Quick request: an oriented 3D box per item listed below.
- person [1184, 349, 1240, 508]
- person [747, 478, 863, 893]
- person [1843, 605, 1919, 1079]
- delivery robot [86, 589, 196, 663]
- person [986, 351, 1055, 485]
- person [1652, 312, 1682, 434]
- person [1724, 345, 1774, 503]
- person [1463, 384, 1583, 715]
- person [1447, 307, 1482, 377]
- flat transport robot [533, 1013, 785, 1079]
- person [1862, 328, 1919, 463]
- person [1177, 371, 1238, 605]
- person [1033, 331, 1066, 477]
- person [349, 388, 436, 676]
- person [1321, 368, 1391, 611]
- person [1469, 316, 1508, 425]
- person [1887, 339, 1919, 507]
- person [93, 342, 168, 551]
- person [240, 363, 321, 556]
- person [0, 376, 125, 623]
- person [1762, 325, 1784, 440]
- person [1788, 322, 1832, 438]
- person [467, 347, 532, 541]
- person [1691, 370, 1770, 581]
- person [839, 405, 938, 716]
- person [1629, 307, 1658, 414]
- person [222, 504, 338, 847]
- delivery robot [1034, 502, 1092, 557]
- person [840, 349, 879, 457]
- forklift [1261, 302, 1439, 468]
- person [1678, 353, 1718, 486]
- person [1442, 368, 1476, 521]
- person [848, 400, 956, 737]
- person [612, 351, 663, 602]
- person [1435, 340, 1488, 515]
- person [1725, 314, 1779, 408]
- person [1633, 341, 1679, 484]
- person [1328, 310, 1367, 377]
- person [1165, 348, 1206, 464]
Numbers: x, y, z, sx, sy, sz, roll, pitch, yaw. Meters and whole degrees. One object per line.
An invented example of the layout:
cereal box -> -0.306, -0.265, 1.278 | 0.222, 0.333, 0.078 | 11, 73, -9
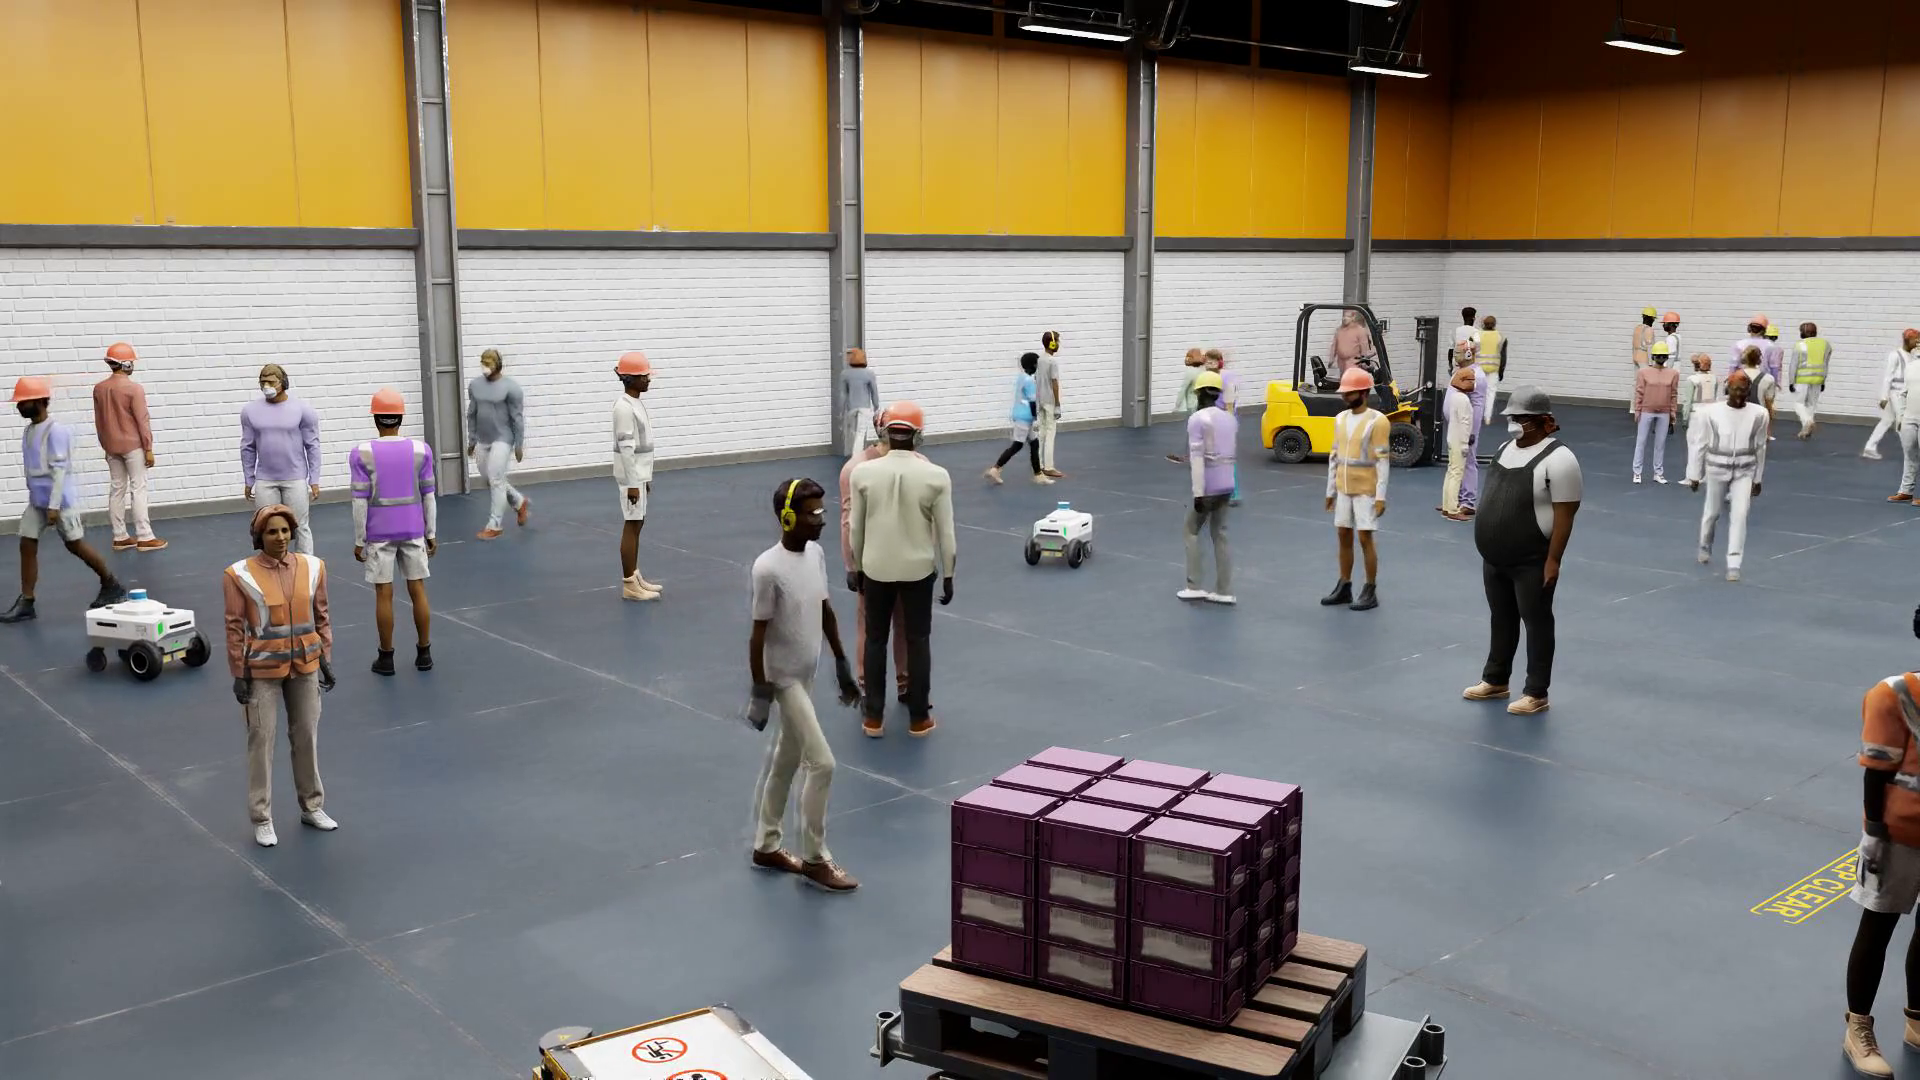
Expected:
person -> 2.813, -1.213, 18.392 | 0.865, 1.796, 0.583 | -8, 12, -38
person -> -0.656, 0.639, 7.434 | 0.747, 1.846, 0.535 | 3, 10, 18
person -> 3.309, 1.007, 5.691 | 0.529, 1.697, 0.321 | -2, 10, -9
delivery robot -> -5.553, 0.578, 11.270 | 0.707, 0.478, 0.477 | 4, 10, 21
person -> 0.728, -1.487, 20.400 | 0.834, 1.661, 0.529 | -1, 10, -6
person -> 11.222, -2.642, 26.357 | 0.362, 1.938, 0.545 | 5, 11, 29
person -> 8.817, -1.274, 18.659 | 0.523, 1.829, 0.504 | 3, 10, 17
person -> 3.448, 0.050, 10.293 | 0.537, 2.000, 0.679 | -4, 11, -23
person -> 8.551, -2.957, 28.126 | 0.608, 1.962, 0.374 | 7, 12, 35
flat transport robot -> -0.778, 1.811, 5.153 | 0.652, 0.197, 1.431 | -6, 11, -32
person -> 12.920, -1.980, 22.788 | 0.589, 1.827, 1.025 | -7, 12, -34
person -> 2.058, -0.422, 13.537 | 0.622, 1.870, 0.614 | -8, 13, -40
person -> 1.127, -1.737, 21.258 | 0.309, 1.868, 0.535 | -5, 11, -29
person -> -3.814, -0.056, 11.211 | 0.551, 1.936, 0.356 | -6, 11, -31
person -> 3.159, -0.410, 13.299 | 0.373, 1.935, 0.557 | -7, 12, -34
person -> 8.765, -2.814, 27.758 | 0.690, 1.835, 0.430 | 2, 10, 9
person -> 10.865, -1.350, 18.792 | 0.367, 1.939, 0.634 | -3, 10, -18
person -> -7.962, -0.886, 15.908 | 0.608, 1.995, 0.377 | 3, 10, 18
person -> -5.604, -0.488, 13.742 | 0.637, 1.938, 0.355 | -1, 10, -3
person -> -7.066, -0.339, 13.004 | 0.555, 1.903, 0.960 | 6, 11, 30
person -> 12.321, -2.397, 25.414 | 0.523, 1.768, 0.319 | -1, 10, -8
person -> 13.022, -2.430, 25.506 | 0.620, 1.815, 0.684 | 0, 10, 0
person -> -4.613, -0.982, 16.710 | 0.634, 1.922, 0.805 | 5, 11, 27
person -> 6.802, -0.609, 14.756 | 0.589, 1.846, 0.944 | 3, 10, 18
person -> -0.415, 0.123, 10.240 | 0.651, 1.913, 0.410 | -6, 11, -32
person -> 12.129, -3.165, 29.478 | 0.379, 1.918, 0.585 | -1, 10, -7
person -> -3.275, 0.636, 8.032 | 0.308, 1.641, 0.514 | 9, 13, 42
delivery robot -> 0.950, -0.106, 15.275 | 0.477, 0.478, 0.707 | 4, 11, 24
person -> -1.341, -1.739, 22.081 | 0.511, 1.593, 0.836 | 3, 10, 15
forklift -> 5.320, -2.157, 22.763 | 2.313, 2.155, 1.214 | 3, 10, 16
person -> 9.093, -1.477, 20.451 | 0.514, 1.631, 0.322 | -4, 10, -22
person -> 5.343, -1.024, 17.770 | 0.274, 1.632, 0.503 | 1, 10, 5
person -> -0.343, 0.172, 9.757 | 0.628, 1.983, 0.424 | 1, 10, 3
person -> -2.643, -0.521, 13.629 | 0.377, 2.044, 0.607 | -1, 10, -4
person -> 5.469, -1.223, 18.140 | 0.409, 1.907, 0.650 | -1, 10, -5
person -> 11.218, -2.190, 23.564 | 0.651, 2.002, 0.919 | 5, 11, 26
person -> 8.616, -1.574, 20.601 | 0.523, 1.769, 0.316 | 1, 10, 5
person -> 7.088, -3.284, 30.377 | 1.029, 1.861, 0.657 | -8, 13, -41
person -> 3.106, -1.772, 22.283 | 0.859, 1.586, 0.501 | 8, 12, 38
